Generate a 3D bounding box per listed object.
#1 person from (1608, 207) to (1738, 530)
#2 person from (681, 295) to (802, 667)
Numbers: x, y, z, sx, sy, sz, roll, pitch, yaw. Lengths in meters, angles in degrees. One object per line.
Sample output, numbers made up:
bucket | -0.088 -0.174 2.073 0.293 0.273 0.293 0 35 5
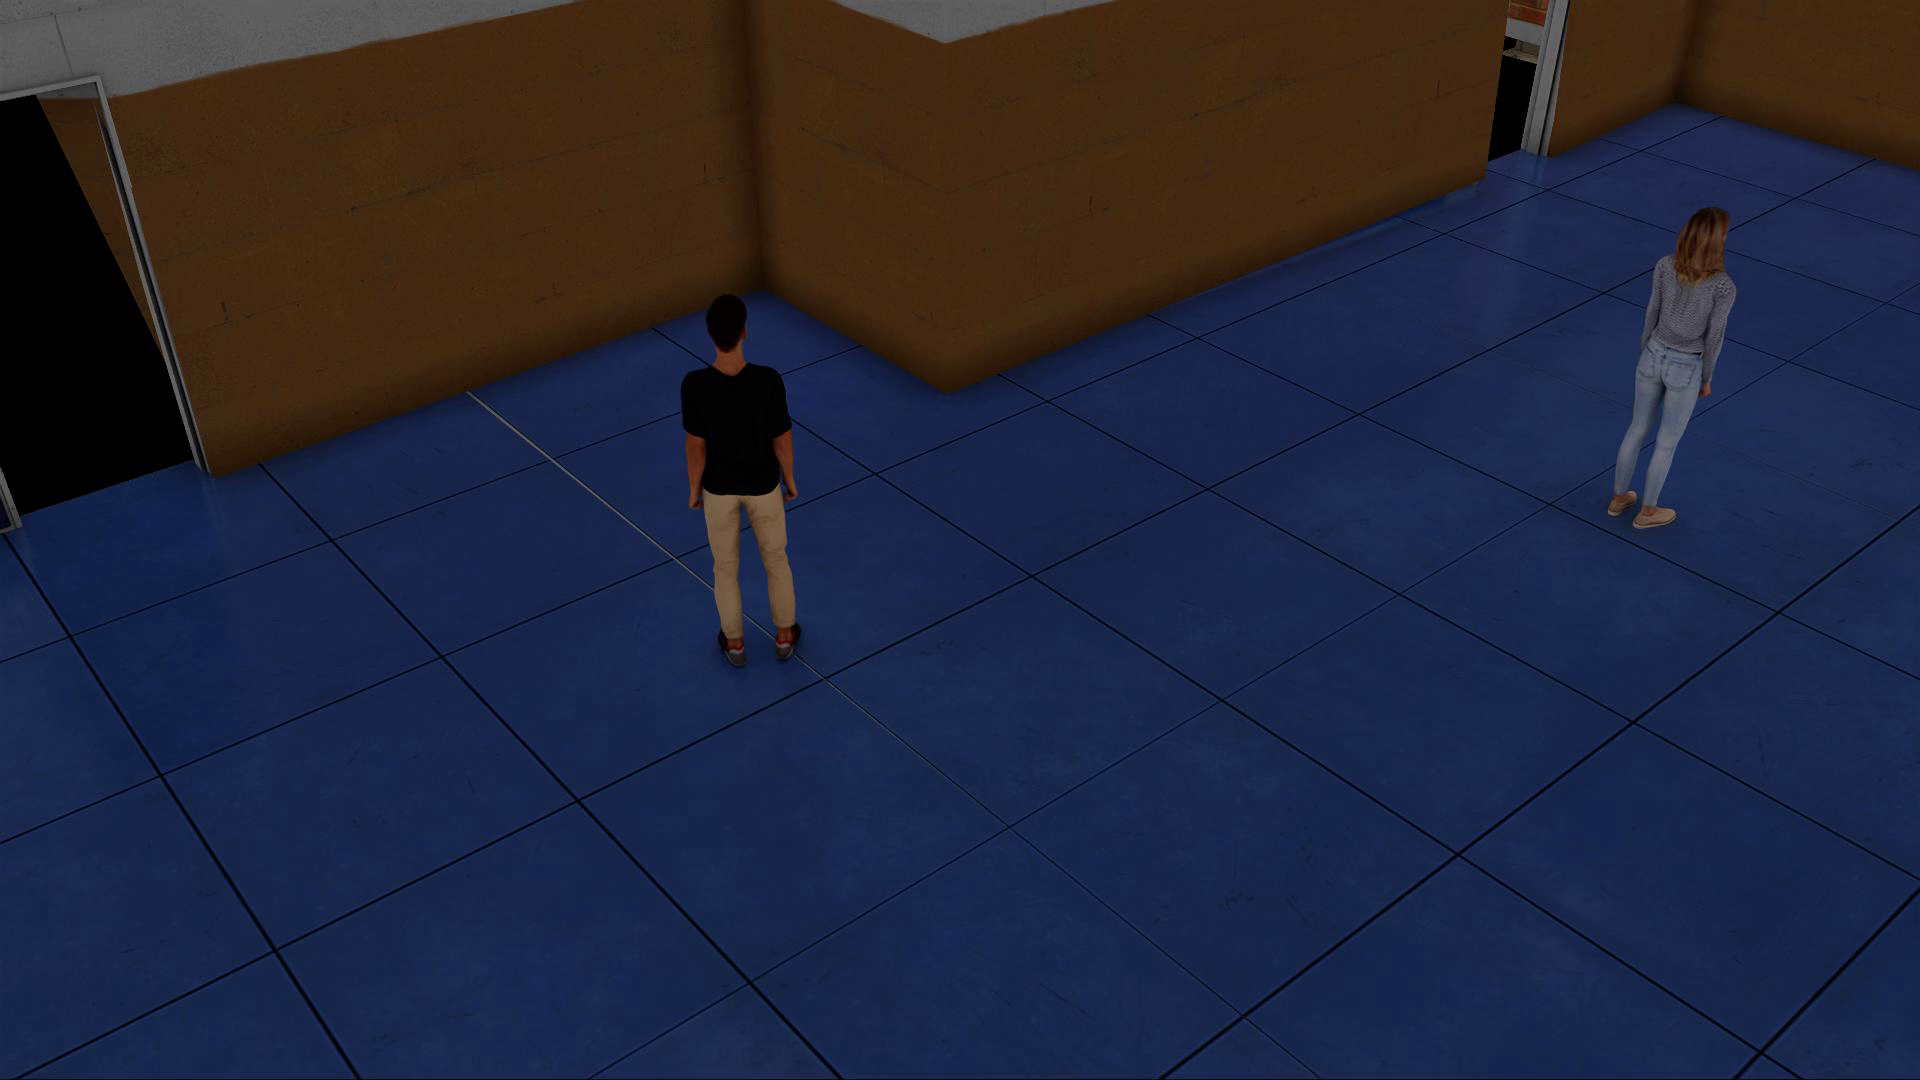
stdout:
person | 3.698 -0.883 8.639 0.656 1.796 0.460 -22 40 -30
person | -0.996 -0.244 7.603 0.726 1.854 0.714 -6 34 -9
